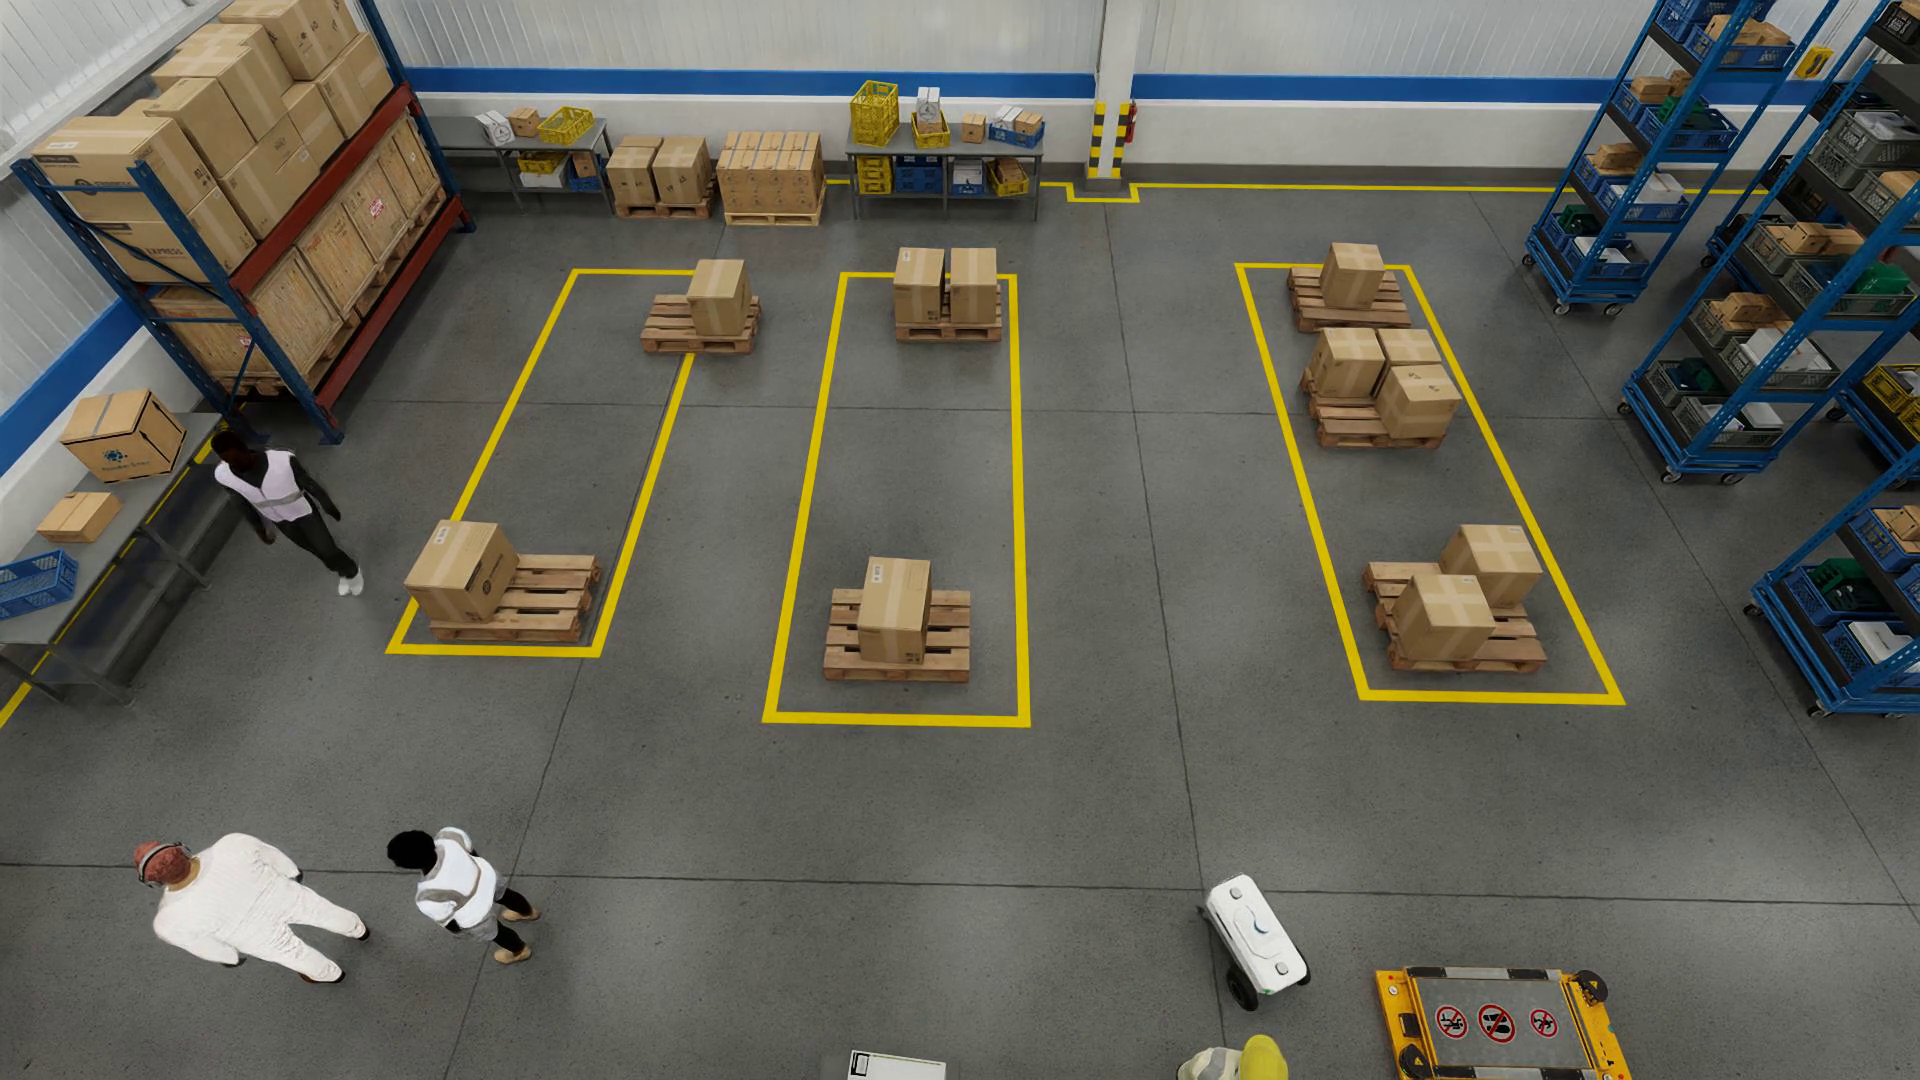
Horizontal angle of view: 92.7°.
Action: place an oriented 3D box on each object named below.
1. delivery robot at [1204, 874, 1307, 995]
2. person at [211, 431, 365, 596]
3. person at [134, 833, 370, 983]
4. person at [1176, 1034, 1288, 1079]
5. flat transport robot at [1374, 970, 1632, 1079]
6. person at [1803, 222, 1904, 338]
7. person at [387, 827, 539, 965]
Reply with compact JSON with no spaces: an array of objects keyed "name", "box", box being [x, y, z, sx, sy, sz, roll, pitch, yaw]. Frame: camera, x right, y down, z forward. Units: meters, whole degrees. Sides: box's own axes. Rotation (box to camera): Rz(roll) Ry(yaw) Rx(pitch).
[{"name":"delivery robot","box":[1.957,2.621,6.091,0.477,0.478,0.707,-19,53,-14]},{"name":"person","box":[-5.513,-0.167,7.558,0.608,1.901,0.540,-12,52,-9]},{"name":"person","box":[-4.296,2.256,5.581,0.403,1.911,0.637,13,52,11]},{"name":"person","box":[1.465,3.039,4.987,0.600,1.833,0.404,26,55,20]},{"name":"flat transport robot","box":[3.501,3.133,5.914,1.431,0.197,0.652,1,51,1]},{"name":"person","box":[9.507,-2.975,9.789,0.623,1.992,0.396,16,53,13]},{"name":"person","box":[-3.070,2.222,5.746,0.319,1.691,0.530,-4,51,-3]}]
